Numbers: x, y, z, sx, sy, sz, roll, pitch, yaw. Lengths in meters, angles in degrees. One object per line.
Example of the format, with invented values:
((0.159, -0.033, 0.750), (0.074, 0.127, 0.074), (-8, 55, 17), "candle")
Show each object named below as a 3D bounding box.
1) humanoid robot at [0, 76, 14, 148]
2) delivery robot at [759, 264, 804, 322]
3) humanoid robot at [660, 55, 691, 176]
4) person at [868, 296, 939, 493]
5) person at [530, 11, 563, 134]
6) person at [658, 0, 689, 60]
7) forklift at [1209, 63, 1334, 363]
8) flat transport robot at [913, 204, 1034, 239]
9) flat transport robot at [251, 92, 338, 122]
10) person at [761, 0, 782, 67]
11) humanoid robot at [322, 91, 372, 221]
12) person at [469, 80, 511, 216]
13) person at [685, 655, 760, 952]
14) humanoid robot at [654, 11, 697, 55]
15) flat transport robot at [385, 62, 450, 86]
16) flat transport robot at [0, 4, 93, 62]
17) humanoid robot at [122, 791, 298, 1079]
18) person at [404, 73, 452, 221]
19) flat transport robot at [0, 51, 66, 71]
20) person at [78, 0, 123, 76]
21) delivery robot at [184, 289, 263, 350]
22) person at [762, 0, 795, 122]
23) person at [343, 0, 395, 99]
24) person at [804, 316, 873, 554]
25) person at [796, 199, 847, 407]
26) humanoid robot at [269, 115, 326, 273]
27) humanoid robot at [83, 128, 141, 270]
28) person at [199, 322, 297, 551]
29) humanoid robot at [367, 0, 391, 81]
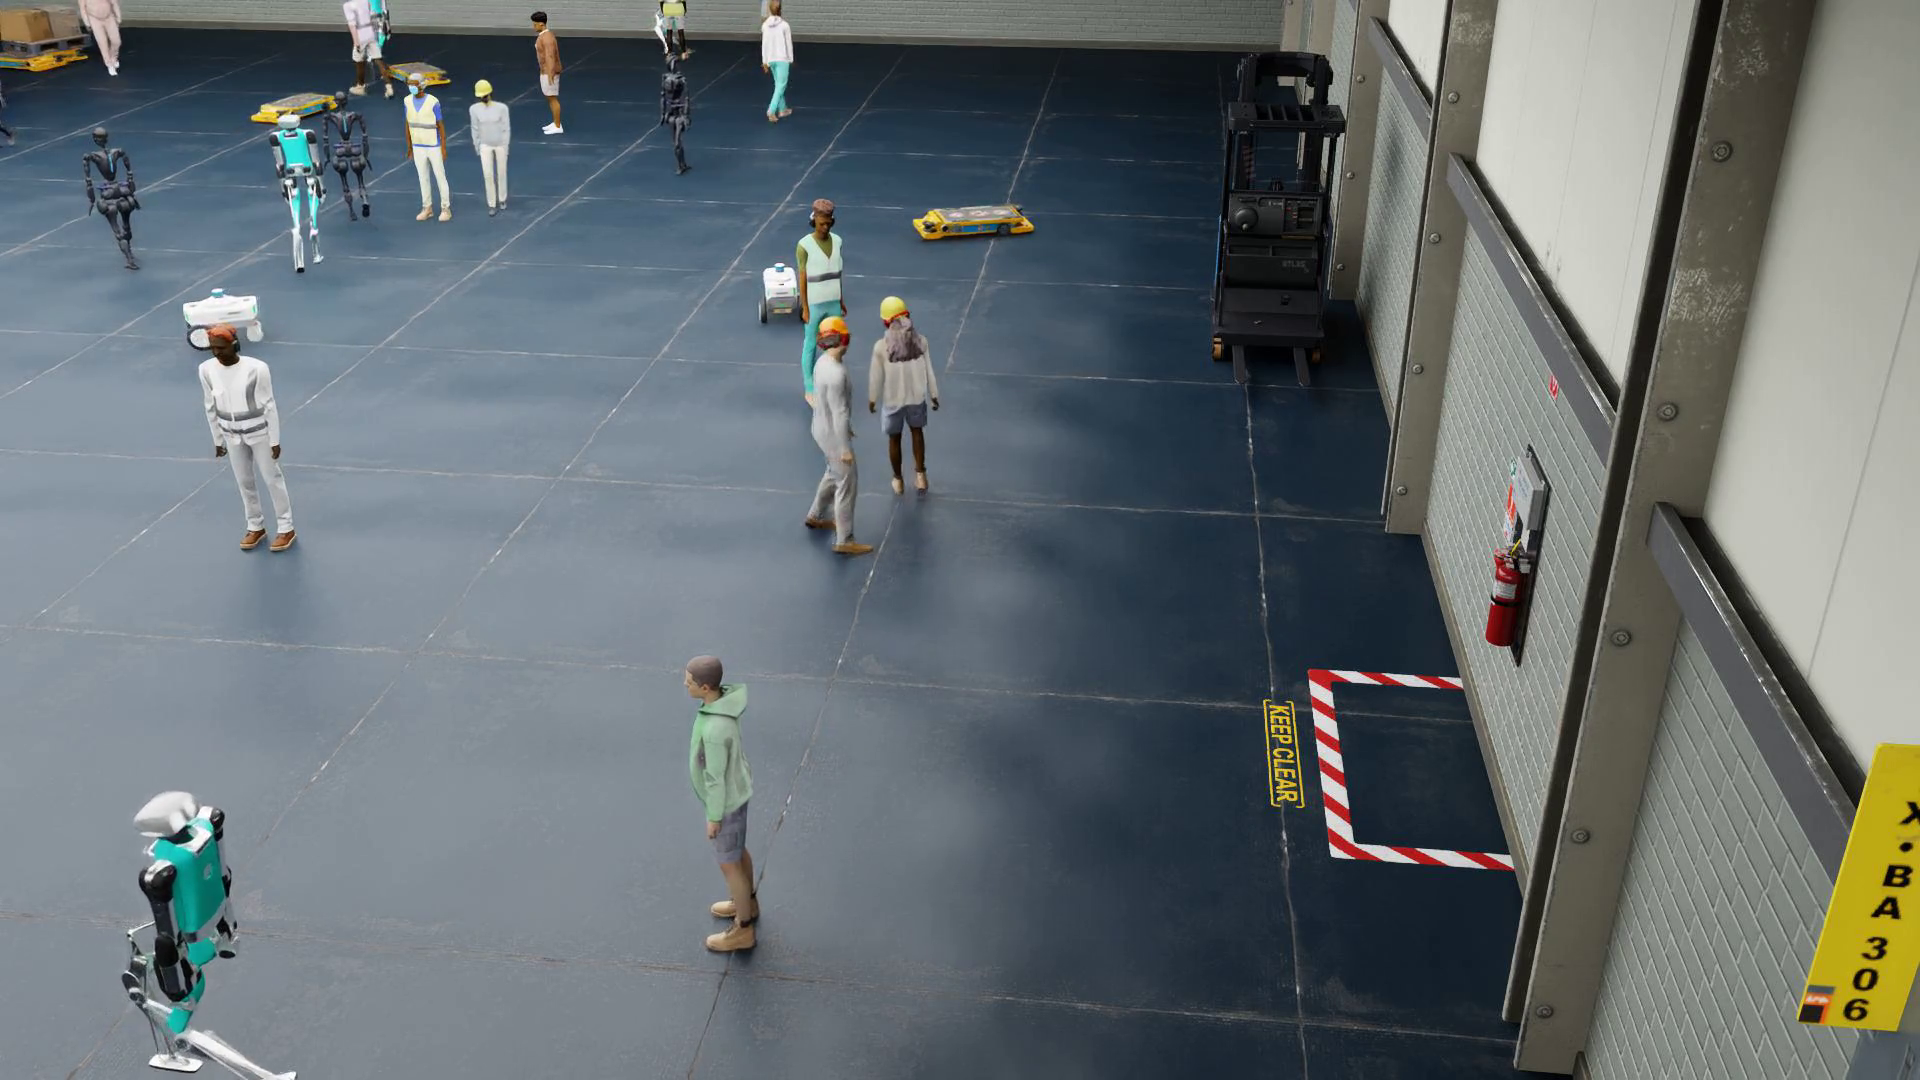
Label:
((-14.601, -6.696, 24.933), (0.611, 1.641, 0.387), (1, 27, 1), "humanoid robot")
((-1.966, -2.737, 18.265), (0.505, 0.578, 0.749), (-4, 27, -7), "delivery robot")
((-4.060, -6.038, 23.631), (0.597, 1.639, 0.578), (19, 32, 33), "humanoid robot")
((-0.468, -1.185, 13.846), (0.572, 1.748, 0.475), (-8, 28, -16), "person")
((-6.407, -7.301, 25.959), (0.418, 1.842, 0.797), (-10, 28, -20), "person")
((-5.393, -9.918, 31.347), (0.537, 1.698, 0.316), (0, 27, -1), "person")
((3.241, -3.477, 17.183), (1.129, 2.768, 1.873), (3, 27, 6), "forklift")
((0.171, -4.062, 21.249), (1.431, 0.231, 0.659), (-6, 27, -12), "flat transport robot")
((-10.881, -7.088, 27.288), (0.659, 0.231, 1.431), (9, 28, 17), "flat transport robot")
((-3.467, -9.699, 30.709), (0.401, 1.876, 0.497), (20, 33, 34), "person")
((-7.882, -4.911, 21.375), (0.607, 1.645, 0.487), (-12, 29, -22), "humanoid robot")
((-6.105, -5.122, 21.727), (0.515, 1.727, 0.783), (-5, 27, -9), "person")
((-1.242, 1.374, 8.767), (0.315, 1.734, 0.478), (-2, 27, -4), "person")
((-5.526, -10.099, 31.662), (0.867, 1.761, 0.545), (-8, 28, -15), "humanoid robot")
((-9.726, -8.335, 29.779), (0.659, 0.231, 1.431), (-19, 32, -33), "flat transport robot")
((-17.305, -9.229, 31.563), (1.431, 0.231, 0.659), (16, 31, 28), "flat transport robot")
((-3.659, 1.905, 7.693), (1.032, 1.736, 0.553), (4, 27, 7), "humanoid robot")
((-6.863, -5.066, 21.442), (0.545, 1.890, 0.383), (4, 27, 9), "person")
((-17.441, -8.893, 30.892), (1.431, 0.231, 0.659), (8, 28, 16), "flat transport robot")
((-15.562, -9.419, 30.149), (0.665, 1.883, 0.634), (-17, 31, -31), "person")
((-7.771, -2.327, 17.484), (0.812, 0.611, 0.499), (-10, 28, -20), "delivery robot")
((-2.956, -7.686, 26.677), (0.476, 1.887, 0.895), (12, 29, 22), "person")
((-10.095, -8.490, 28.191), (1.077, 1.977, 0.625), (15, 30, 27), "person")
((-0.992, -0.810, 12.994), (0.455, 1.856, 0.641), (-4, 27, -9), "person")
((-1.305, -2.256, 15.737), (0.482, 1.979, 0.403), (-20, 33, -34), "person")
((-7.785, -4.004, 19.587), (0.552, 1.857, 0.815), (-4, 27, -8), "humanoid robot")
((-10.074, -4.069, 19.724), (0.735, 1.630, 0.588), (21, 34, 36), "humanoid robot")
((-5.554, -0.803, 12.955), (0.565, 1.879, 0.351), (2, 27, 4), "person")
((-10.372, -8.947, 29.412), (0.537, 1.842, 0.662), (-1, 27, -2), "humanoid robot")
